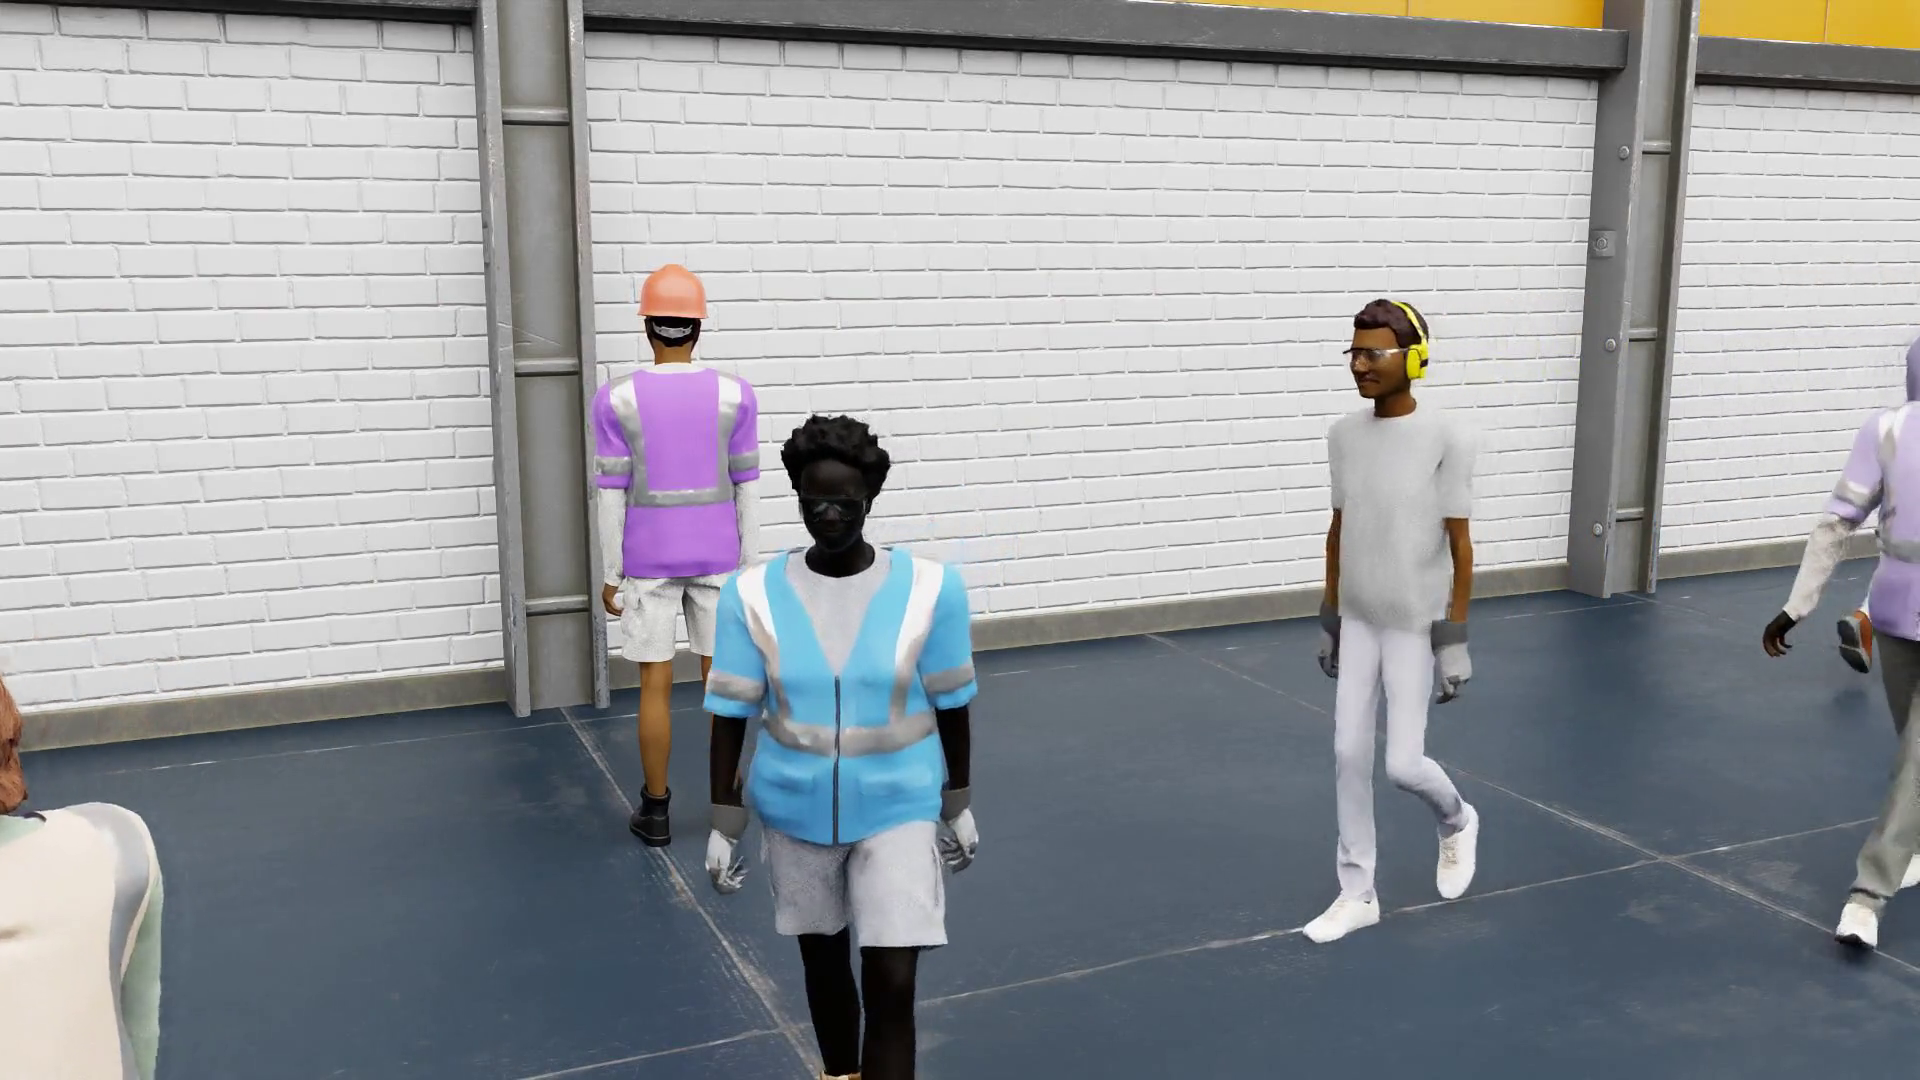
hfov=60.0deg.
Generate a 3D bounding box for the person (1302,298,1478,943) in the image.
[{"bbox_3d":[1.283,0.234,4.804,0.569,1.859,0.529,-9,14,-40],"label":"person"}]

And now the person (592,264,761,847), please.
[{"bbox_3d":[-0.937,0.060,5.557,0.545,1.938,0.361,-3,11,-17],"label":"person"}]

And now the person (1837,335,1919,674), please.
[{"bbox_3d":[4.365,-0.260,7.370,0.657,1.924,0.647,-2,10,-10],"label":"person"}]

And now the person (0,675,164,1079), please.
[{"bbox_3d":[-1.180,0.878,1.983,0.830,1.602,0.535,6,12,28],"label":"person"}]

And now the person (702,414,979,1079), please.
[{"bbox_3d":[-0.251,0.592,3.336,0.556,1.666,0.750,1,10,4],"label":"person"}]

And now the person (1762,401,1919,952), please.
[{"bbox_3d":[2.817,0.223,4.855,0.999,1.862,0.691,-8,13,-38],"label":"person"}]
